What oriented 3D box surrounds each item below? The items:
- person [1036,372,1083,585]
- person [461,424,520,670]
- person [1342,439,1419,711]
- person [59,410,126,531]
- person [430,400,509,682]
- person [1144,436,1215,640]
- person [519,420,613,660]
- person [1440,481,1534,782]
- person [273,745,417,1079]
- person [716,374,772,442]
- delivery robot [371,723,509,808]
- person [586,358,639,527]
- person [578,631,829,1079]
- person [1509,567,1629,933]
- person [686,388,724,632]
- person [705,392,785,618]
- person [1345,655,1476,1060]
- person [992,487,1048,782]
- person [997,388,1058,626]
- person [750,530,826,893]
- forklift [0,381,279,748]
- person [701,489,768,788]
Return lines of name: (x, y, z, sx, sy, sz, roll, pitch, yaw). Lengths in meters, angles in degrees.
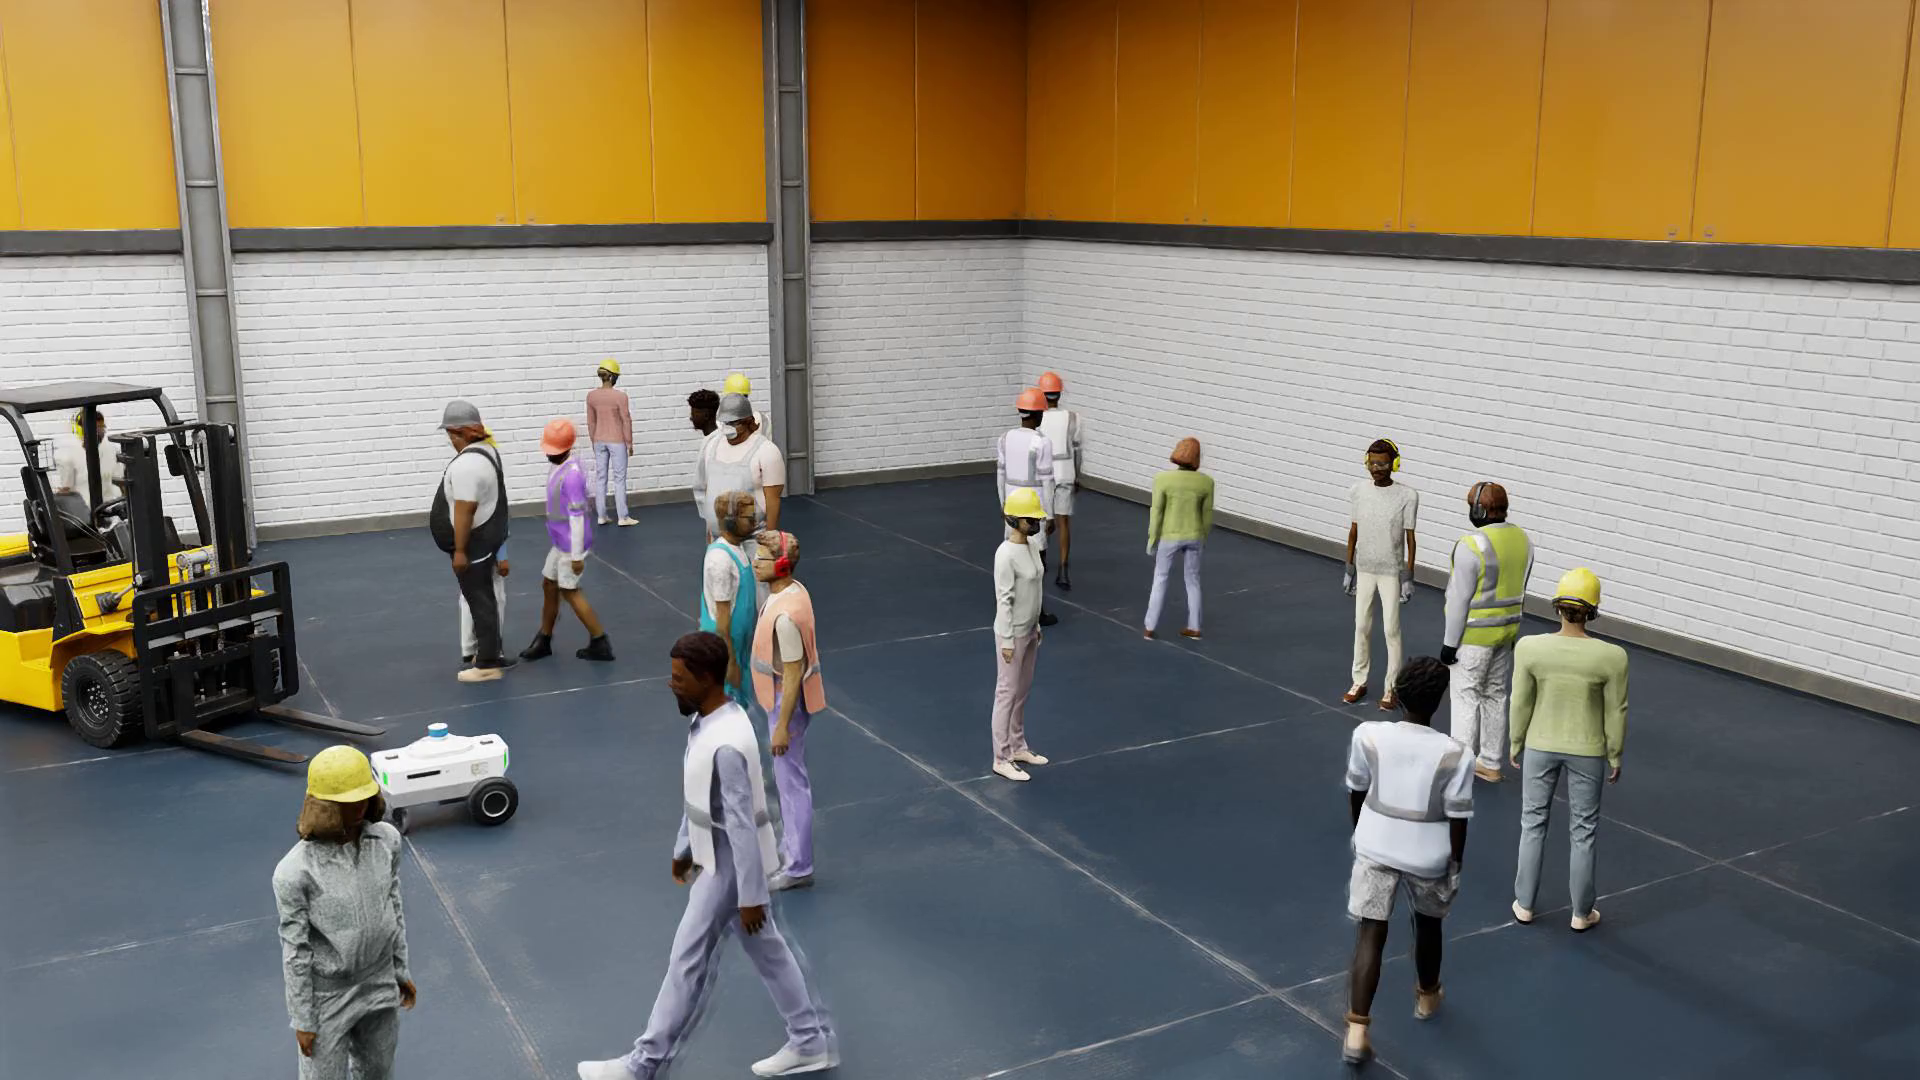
person: (0.832, -0.563, 14.959, 0.543, 1.896, 0.986, 0, 12, -1)
person: (-3.516, 0.059, 12.226, 0.404, 1.819, 0.618, -11, 16, -42)
person: (2.853, 0.229, 11.327, 0.506, 1.862, 0.327, 9, 15, 36)
person: (-6.894, -0.158, 13.256, 0.987, 1.813, 0.492, 5, 13, 21)
person: (-3.543, -0.013, 12.024, 0.536, 2.000, 0.709, 0, 12, -1)
person: (1.713, -0.002, 12.985, 0.523, 1.625, 0.308, -2, 12, -7)
person: (-2.948, 0.012, 12.342, 0.661, 1.867, 0.625, -5, 13, -20)
person: (3.083, 0.563, 9.837, 0.631, 1.831, 0.428, -9, 15, -35)
person: (-2.017, 1.516, 5.557, 0.314, 1.744, 0.487, 7, 14, 29)
person: (-1.908, -0.480, 14.481, 0.590, 1.927, 0.367, -10, 16, -39)
delivery robot: (-2.906, 1.269, 9.295, 0.707, 0.478, 0.477, -7, 14, -28)
person: (-3.636, -1.012, 17.373, 0.522, 1.762, 0.320, 5, 13, 21)
person: (-0.989, 1.259, 6.479, 1.009, 1.859, 0.618, -2, 12, -11)
person: (2.888, 0.998, 7.931, 0.532, 1.768, 0.311, 6, 13, 24)
person: (-1.953, -0.234, 13.267, 0.393, 1.957, 0.608, -2, 12, -9)
person: (-1.663, -0.115, 12.502, 0.684, 2.000, 0.536, 7, 14, 28)
person: (1.814, 1.293, 6.827, 0.535, 1.659, 0.862, 6, 13, 25)
person: (0.372, 0.554, 10.015, 0.311, 1.768, 0.533, 5, 13, 23)
person: (0.565, -0.264, 13.447, 0.551, 1.932, 0.378, 11, 16, 41)
person: (-0.874, 0.853, 8.412, 0.387, 1.849, 0.566, -2, 12, -8)
forklift: (-5.853, 0.085, 11.199, 2.313, 2.155, 1.214, 7, 14, 28)
person: (-1.307, 0.615, 9.553, 0.345, 1.841, 0.510, 1, 12, 4)
